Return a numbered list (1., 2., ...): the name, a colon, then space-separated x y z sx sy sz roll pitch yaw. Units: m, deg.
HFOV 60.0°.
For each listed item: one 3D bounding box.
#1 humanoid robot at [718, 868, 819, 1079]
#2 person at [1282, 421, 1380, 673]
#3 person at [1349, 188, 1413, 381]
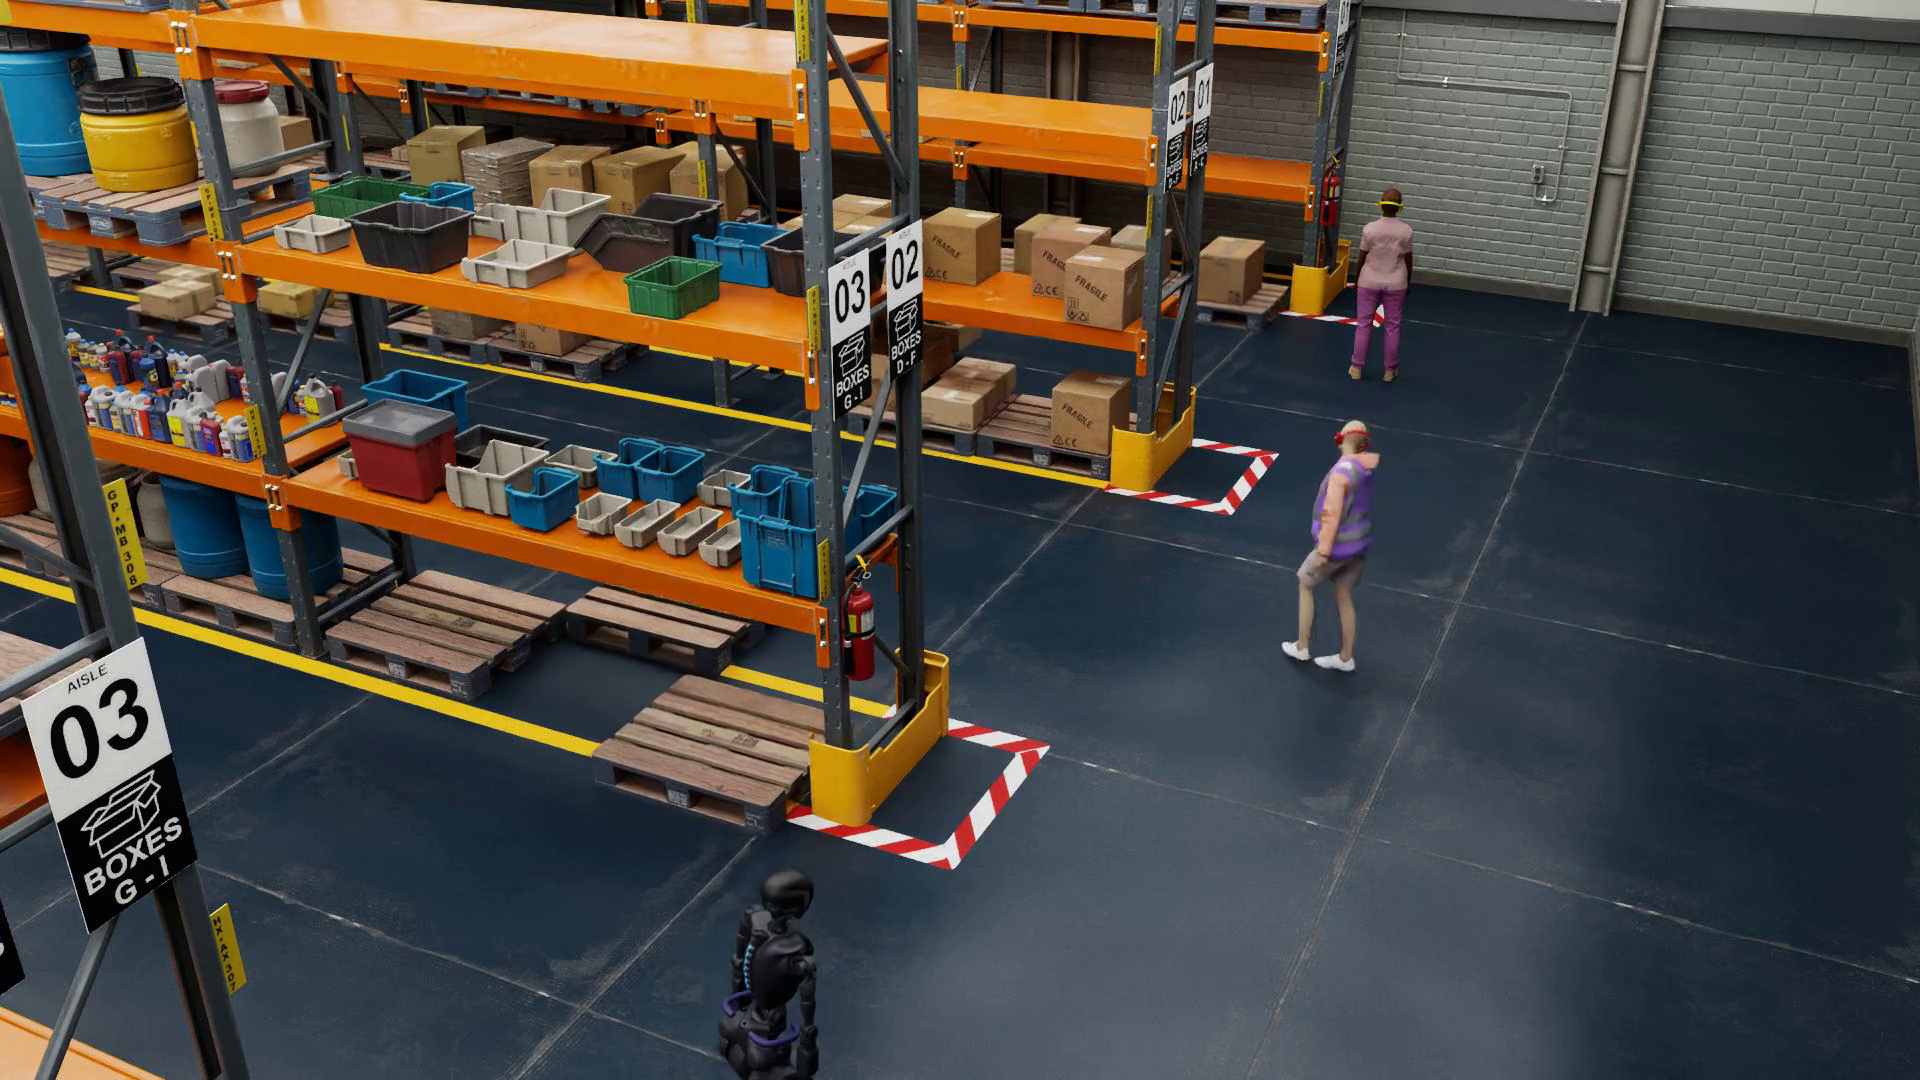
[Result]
1. humanoid robot: -0.785 2.021 6.640 0.637 1.629 0.592 -20 33 -35
2. person: 2.387 0.050 10.643 0.550 1.651 0.567 -22 34 -37
3. person: 3.892 -2.344 15.325 0.523 1.801 0.331 5 27 11
